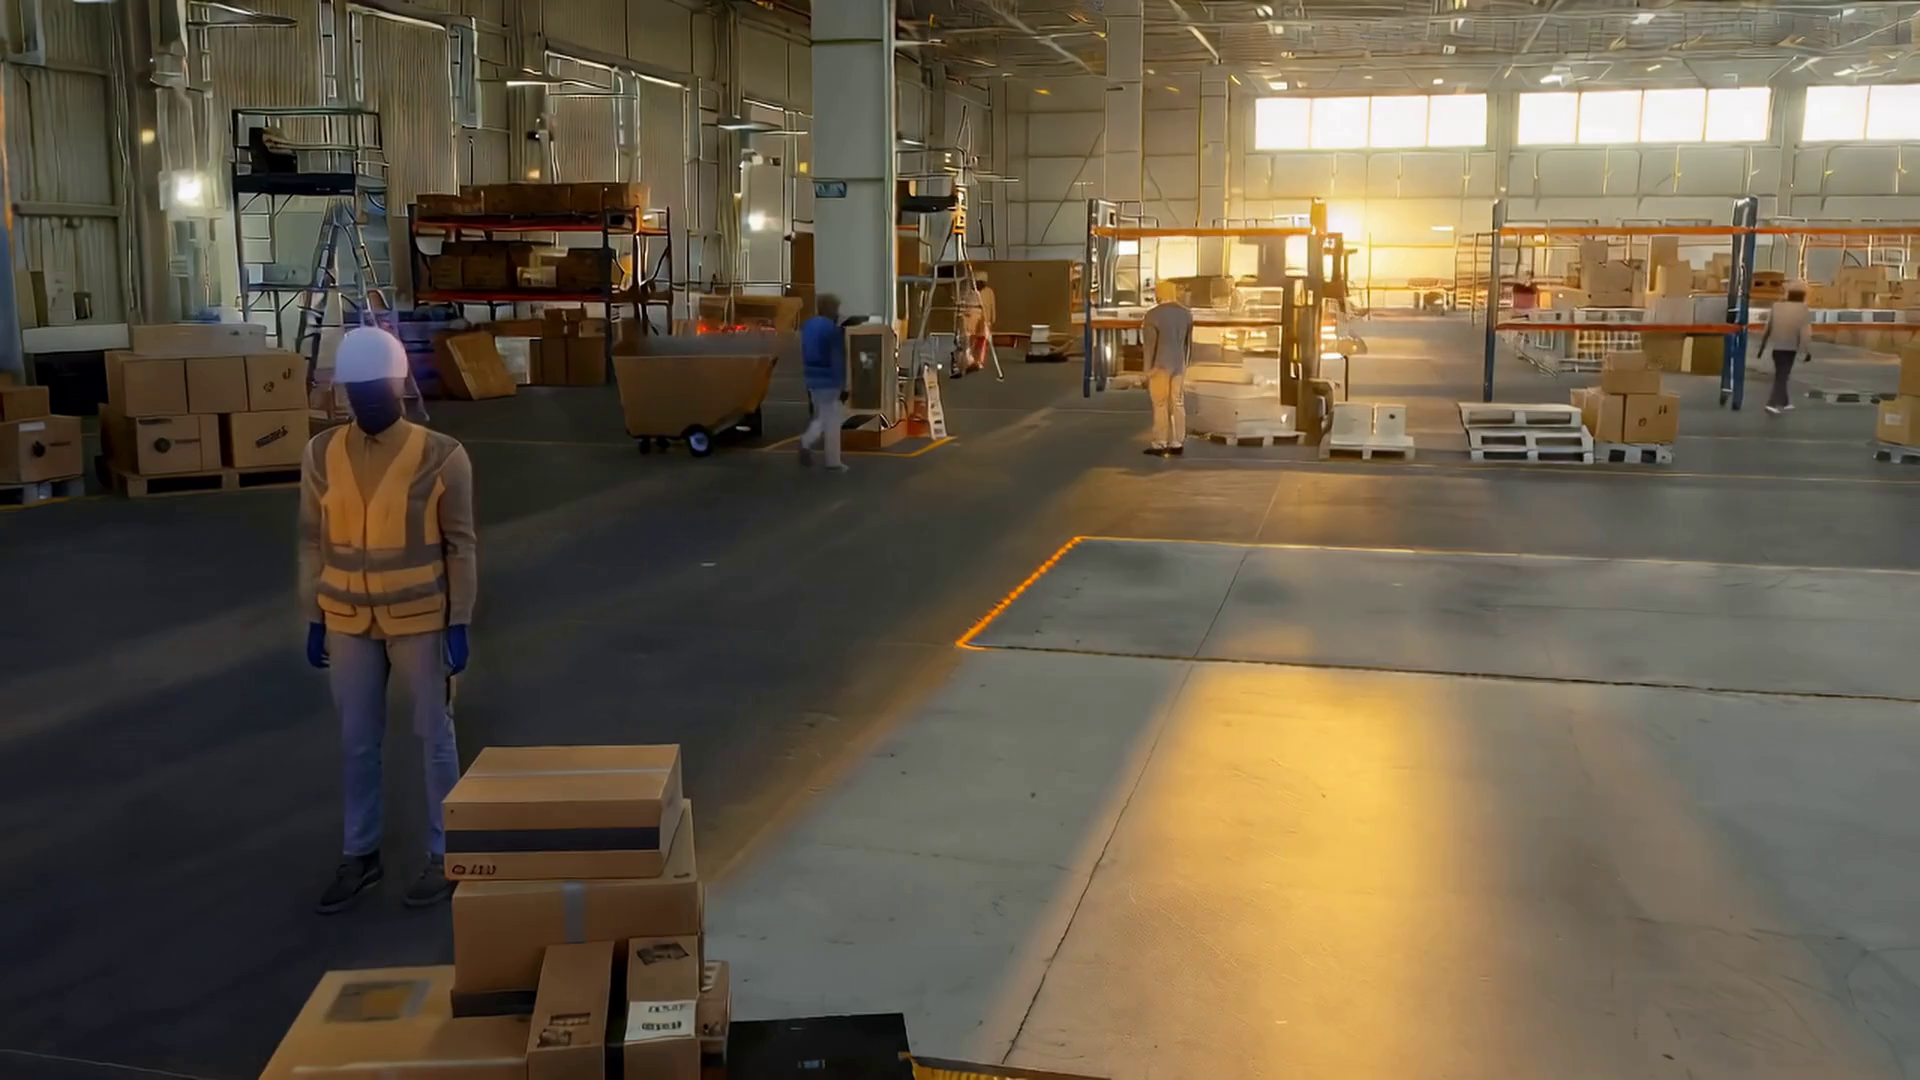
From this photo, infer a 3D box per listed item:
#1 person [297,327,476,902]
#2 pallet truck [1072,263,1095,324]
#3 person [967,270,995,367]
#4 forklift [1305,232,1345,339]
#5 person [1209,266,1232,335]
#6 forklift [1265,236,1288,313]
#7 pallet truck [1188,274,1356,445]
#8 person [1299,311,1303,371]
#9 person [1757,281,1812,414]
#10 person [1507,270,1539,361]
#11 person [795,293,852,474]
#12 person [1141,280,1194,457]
[{"bbox_3d":[-1.934,0.258,5.626,0.601,1.948,0.387,1,10,3],"label":"person"},{"bbox_3d":[4.325,-8.180,55.162,0.823,1.965,1.885,6,11,31],"label":"pallet truck"},{"bbox_3d":[0.422,-4.417,33.224,0.586,1.920,0.419,-3,10,-17],"label":"person"},{"bbox_3d":[9.473,-6.631,43.444,1.129,2.768,1.873,6,12,33],"label":"forklift"},{"bbox_3d":[7.164,-6.566,45.844,0.629,1.936,0.372,3,10,17],"label":"person"},{"bbox_3d":[9.687,-7.922,51.048,1.873,2.768,1.129,-2,10,-12],"label":"forklift"},{"bbox_3d":[3.653,-2.138,19.590,1.885,1.965,0.823,-4,10,-20],"label":"pallet truck"},{"bbox_3d":[6.719,-4.099,31.913,0.487,1.737,0.322,-8,13,-40],"label":"person"},{"bbox_3d":[11.563,-2.695,23.311,1.014,1.857,0.622,-7,12,-35],"label":"person"},{"bbox_3d":[11.945,-4.779,35.396,0.638,1.919,0.821,-2,10,-10],"label":"person"},{"bbox_3d":[-1.362,-1.569,16.734,0.467,1.828,0.650,-8,13,-39],"label":"person"},{"bbox_3d":[2.256,-1.876,18.227,0.629,1.937,0.373,-5,11,-29],"label":"person"}]
